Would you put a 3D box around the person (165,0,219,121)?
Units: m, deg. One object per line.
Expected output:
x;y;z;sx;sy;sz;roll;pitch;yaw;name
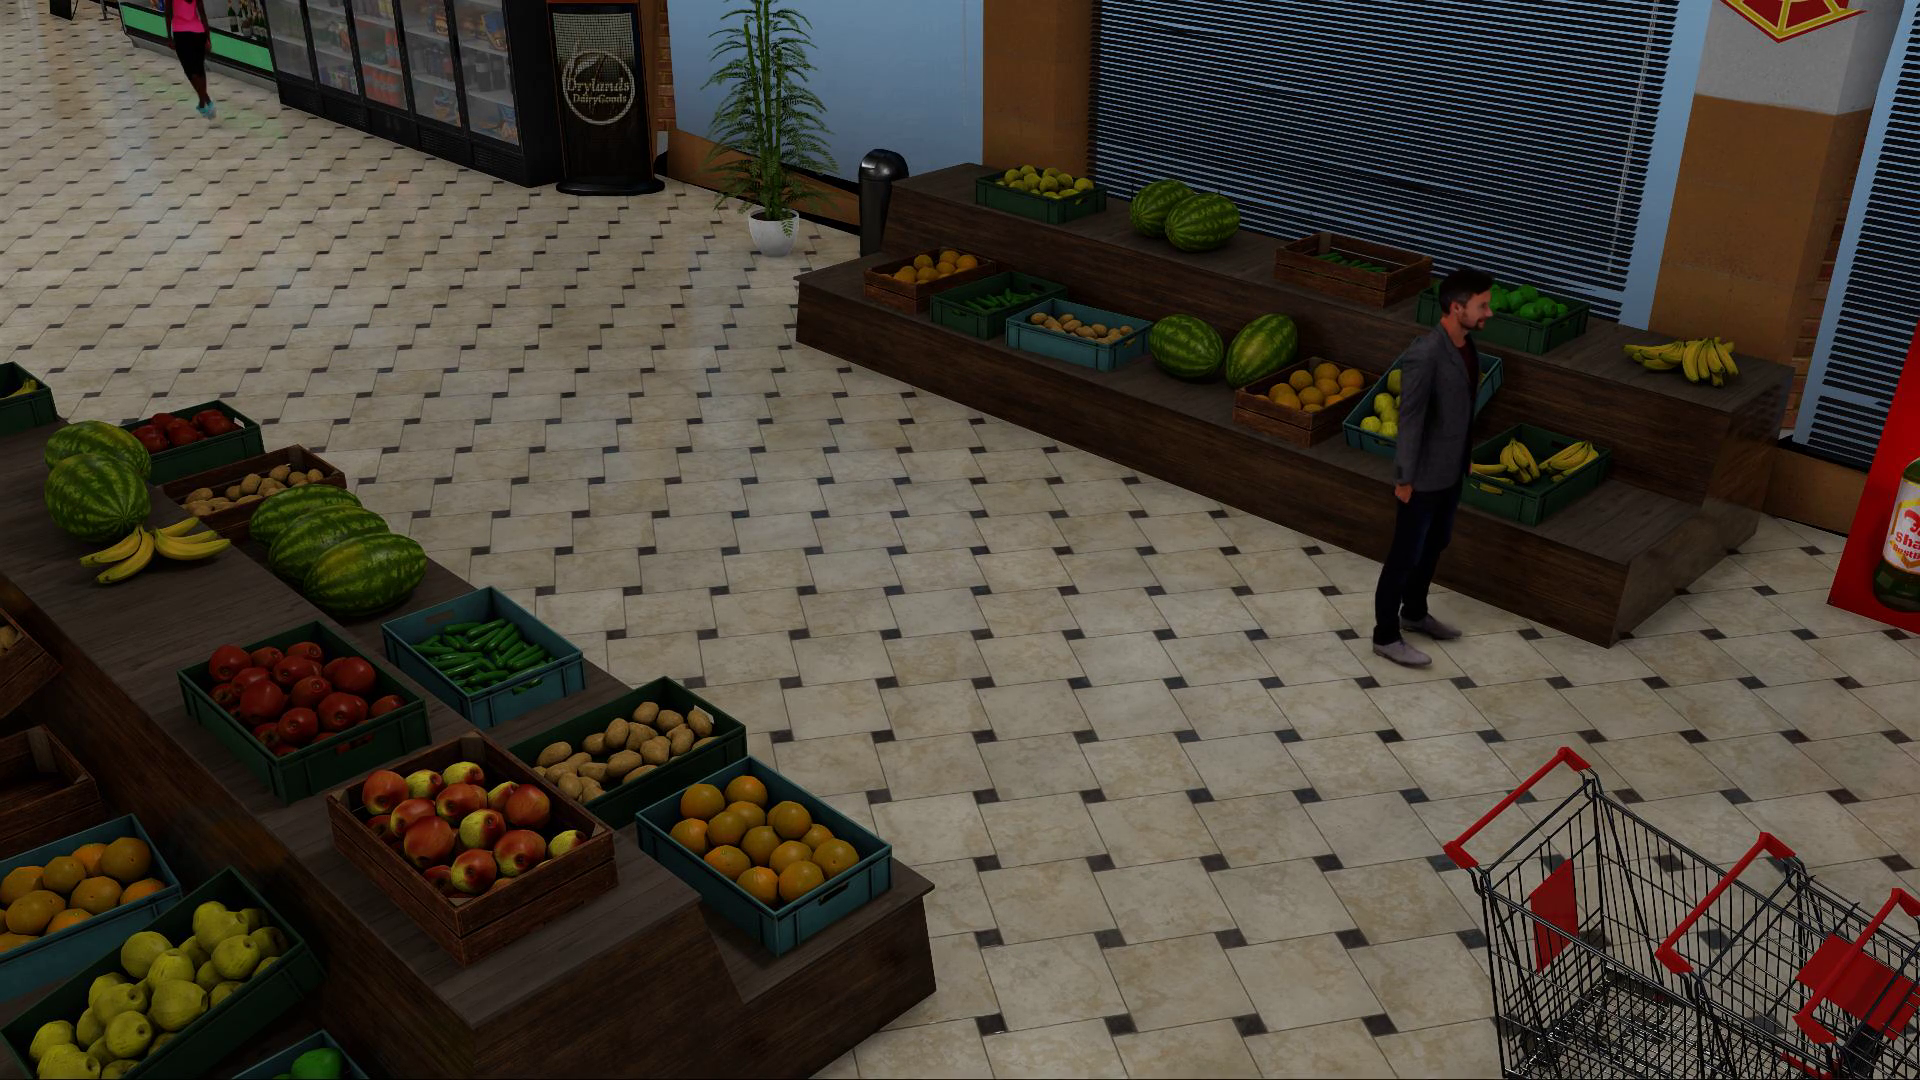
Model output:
-8.025;-5.225;17.369;0.626;1.697;1.097;-21;34;-35;person

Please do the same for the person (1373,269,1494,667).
2.133;-0.340;7.545;0.619;1.870;0.714;20;33;34;person
